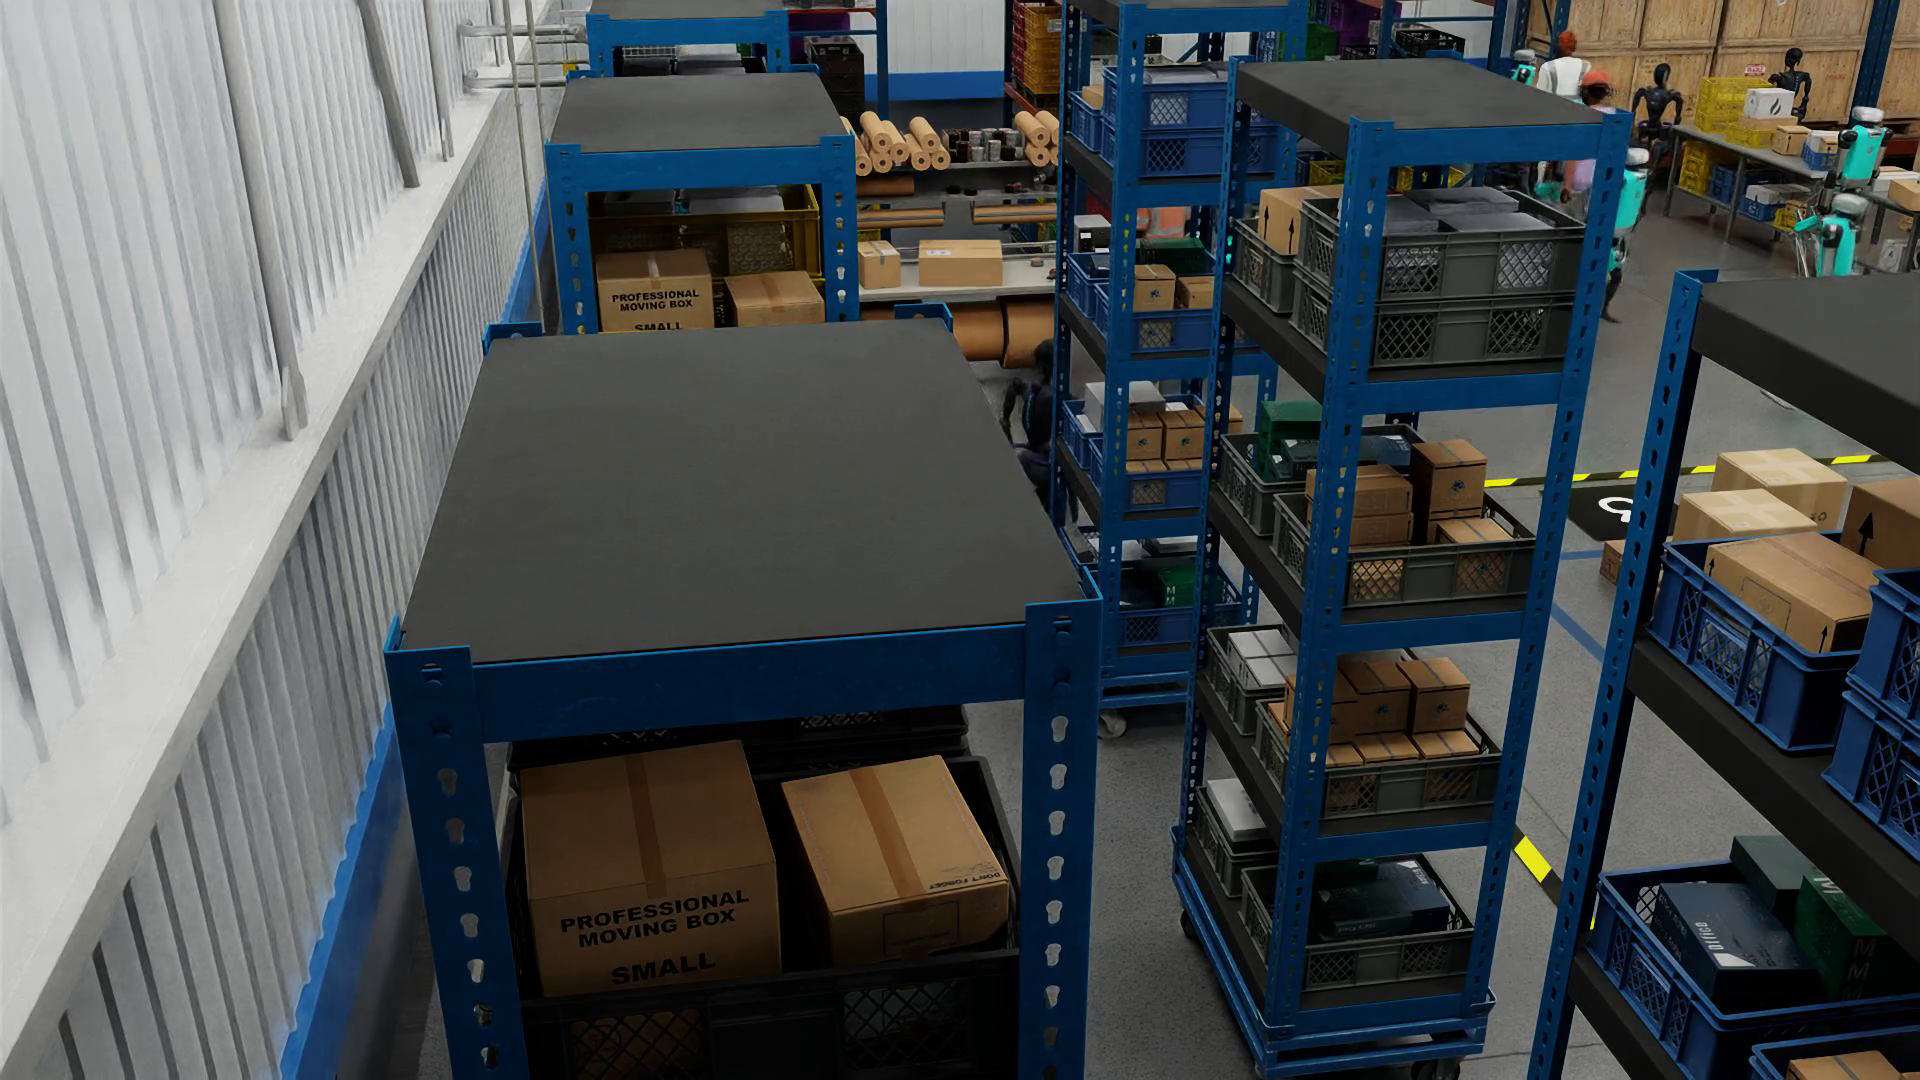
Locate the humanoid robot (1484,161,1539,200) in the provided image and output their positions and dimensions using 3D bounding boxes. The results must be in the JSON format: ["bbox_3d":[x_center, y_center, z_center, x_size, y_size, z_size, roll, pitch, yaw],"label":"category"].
[{"bbox_3d":[5.280,-3.409,16.035,0.593,1.643,0.340,-5,25,-10],"label":"humanoid robot"}]

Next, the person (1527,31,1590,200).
[{"bbox_3d":[6.716,-4.757,18.720,0.607,1.883,0.411,0,25,0],"label":"person"}]

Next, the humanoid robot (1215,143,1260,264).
[{"bbox_3d":[2.422,-2.607,14.199,0.542,1.789,0.666,6,25,13],"label":"humanoid robot"}]

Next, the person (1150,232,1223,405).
[{"bbox_3d":[1.474,-1.091,10.777,0.588,1.852,0.370,-4,25,-9],"label":"person"}]

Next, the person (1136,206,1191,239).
[{"bbox_3d":[1.570,-2.266,13.196,0.610,1.963,0.362,-16,29,-31],"label":"person"}]

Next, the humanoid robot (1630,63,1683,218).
[{"bbox_3d":[7.611,-4.409,18.262,0.585,1.632,0.785,17,30,32],"label":"humanoid robot"}]

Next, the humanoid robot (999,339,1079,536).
[{"bbox_3d":[0.447,-0.374,9.474,0.601,1.625,0.782,18,30,33],"label":"humanoid robot"}]

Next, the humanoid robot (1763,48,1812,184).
[{"bbox_3d":[9.326,-4.734,18.886,0.599,1.657,0.315,-3,25,-6],"label":"humanoid robot"}]

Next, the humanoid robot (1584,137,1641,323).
[{"bbox_3d":[5.601,-2.678,14.427,0.469,1.645,0.610,22,33,39],"label":"humanoid robot"}]

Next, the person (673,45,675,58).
[{"bbox_3d":[-3.079,-4.493,18.207,0.647,1.819,0.434,-21,32,-38],"label":"person"}]

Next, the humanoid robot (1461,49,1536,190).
[{"bbox_3d":[5.907,-4.552,18.435,0.915,1.740,0.582,8,26,18],"label":"humanoid robot"}]

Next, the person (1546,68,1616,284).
[{"bbox_3d":[5.926,-3.399,15.652,0.671,1.984,1.010,-8,26,-17],"label":"person"}]

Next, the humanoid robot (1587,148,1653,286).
[{"bbox_3d":[5.168,-2.377,13.759,0.530,1.801,0.800,-19,31,-35],"label":"humanoid robot"}]

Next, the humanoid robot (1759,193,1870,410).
[{"bbox_3d":[6.459,-1.613,12.052,1.031,1.735,0.544,18,30,34],"label":"humanoid robot"}]

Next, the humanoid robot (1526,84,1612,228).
[{"bbox_3d":[5.877,-3.719,16.652,0.954,1.757,0.563,18,30,34],"label":"humanoid robot"}]

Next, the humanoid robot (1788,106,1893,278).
[{"bbox_3d":[7.975,-3.157,15.249,0.533,1.673,0.735,-8,26,-16],"label":"humanoid robot"}]

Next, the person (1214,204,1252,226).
[{"bbox_3d":[2.498,-2.851,14.651,0.595,1.815,0.525,13,28,26],"label":"person"}]
